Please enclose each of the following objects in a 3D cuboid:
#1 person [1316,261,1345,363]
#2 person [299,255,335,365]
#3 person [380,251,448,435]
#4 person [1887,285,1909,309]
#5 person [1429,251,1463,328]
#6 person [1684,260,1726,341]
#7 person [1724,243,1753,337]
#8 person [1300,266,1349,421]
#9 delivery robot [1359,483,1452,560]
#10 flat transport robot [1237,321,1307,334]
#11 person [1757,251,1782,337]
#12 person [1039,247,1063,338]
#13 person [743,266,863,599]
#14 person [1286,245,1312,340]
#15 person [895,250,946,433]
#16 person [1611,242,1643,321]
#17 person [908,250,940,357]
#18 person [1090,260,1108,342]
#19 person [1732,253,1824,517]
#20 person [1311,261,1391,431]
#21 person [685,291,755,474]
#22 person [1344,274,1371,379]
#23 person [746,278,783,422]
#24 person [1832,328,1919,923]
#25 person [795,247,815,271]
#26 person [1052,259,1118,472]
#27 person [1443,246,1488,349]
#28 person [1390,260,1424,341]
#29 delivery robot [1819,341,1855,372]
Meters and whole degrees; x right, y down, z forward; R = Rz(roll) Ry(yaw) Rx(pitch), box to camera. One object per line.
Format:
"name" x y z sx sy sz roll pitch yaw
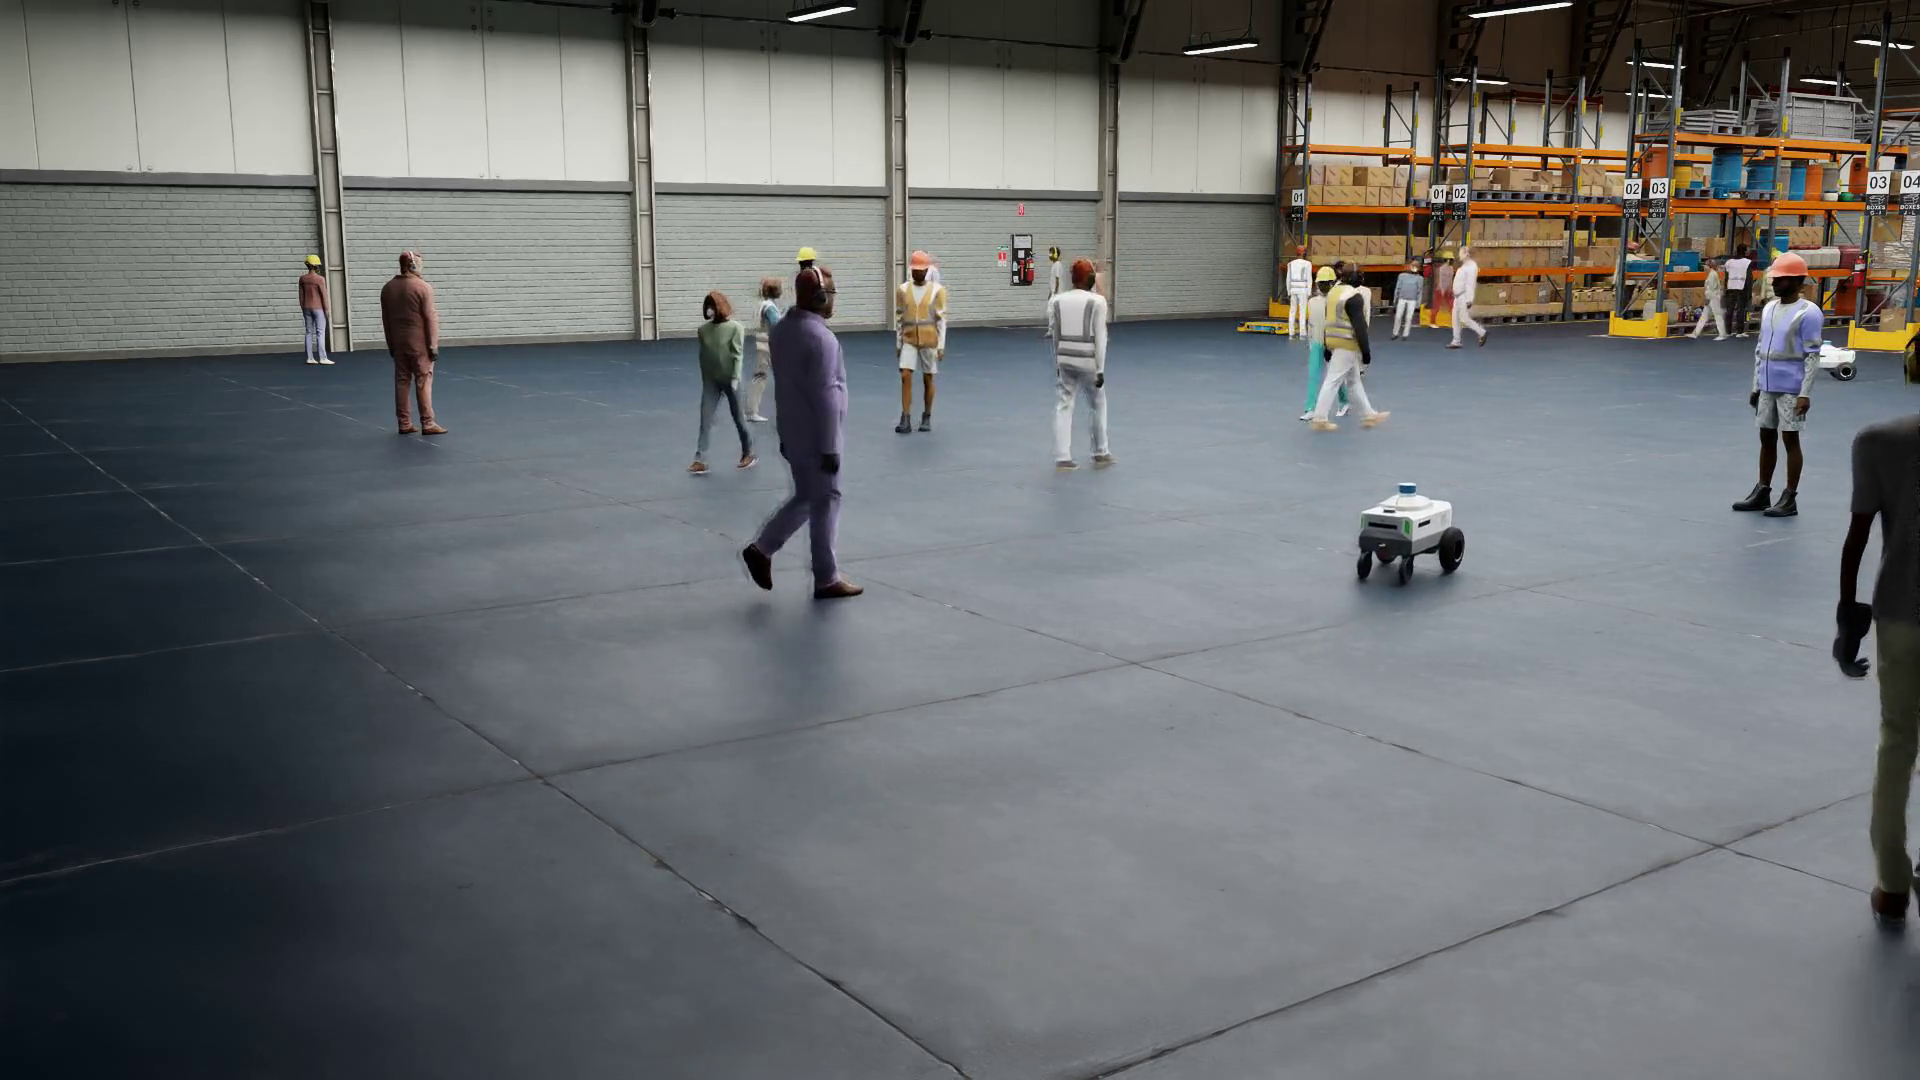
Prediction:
"person" 6.057 -3.706 27.109 0.613 1.671 0.324 2 11 11
"person" -10.411 -3.715 26.880 0.533 1.767 0.325 4 11 20
"person" -5.688 -2.043 17.338 0.643 1.905 0.399 4 11 22
"person" 19.030 -4.929 33.701 0.847 1.716 0.487 -8 13 -37
"person" 10.930 -5.589 37.254 0.547 1.715 0.918 -8 13 -39
"person" 14.873 -4.761 33.045 0.830 1.588 0.627 4 11 20
"person" 16.022 -5.136 34.258 0.388 1.916 0.593 -8 13 -37
"person" 4.181 -2.239 18.880 0.522 1.727 0.885 7 12 34
"delivery robot" 2.722 -0.105 10.152 0.477 0.478 0.707 8 13 37
"flat transport robot" 6.663 -4.540 35.502 0.652 0.197 1.431 -7 13 -34
"person" 16.524 -4.942 33.617 0.982 1.770 0.602 -3 11 -16
"person" 1.893 -4.995 33.635 0.535 1.859 0.551 0 10 2
"person" -0.871 -0.586 9.366 0.593 1.892 0.664 -6 12 -31
"person" 6.806 -4.952 33.340 0.356 1.881 0.575 -10 14 -42
"person" -0.434 -2.055 17.380 0.561 1.901 0.861 2 11 10
"person" 15.805 -6.082 39.411 0.677 1.942 0.979 9 14 40
"person" -0.649 -3.988 28.174 0.630 1.840 0.429 6 12 30
"person" 2.517 -4.596 32.176 0.856 1.593 0.539 -3 11 -16
"person" 6.053 -1.137 12.270 0.373 1.939 0.545 -3 11 -16
"person" 4.185 -2.048 17.668 0.959 1.789 0.646 -2 10 -9
"person" -2.097 -1.389 14.606 0.500 1.588 0.858 4 11 22
"person" 5.755 -3.166 24.329 0.502 1.600 0.795 3 11 18
"person" -2.023 -2.109 18.521 0.849 1.590 0.547 -1 10 -7
"person" 2.885 0.248 4.909 0.546 1.855 0.427 6 12 29
"person" -2.146 -3.243 23.877 0.614 1.912 0.642 -2 11 -13
"person" 1.111 -1.546 14.722 0.602 1.850 0.846 7 13 35
"person" 9.309 -4.442 30.528 0.687 1.882 0.654 -1 10 -4
"person" 8.849 -4.724 32.860 0.587 1.594 0.329 4 11 20
"delivery robot" 12.502 -2.633 24.011 0.707 0.478 0.477 3 11 17
